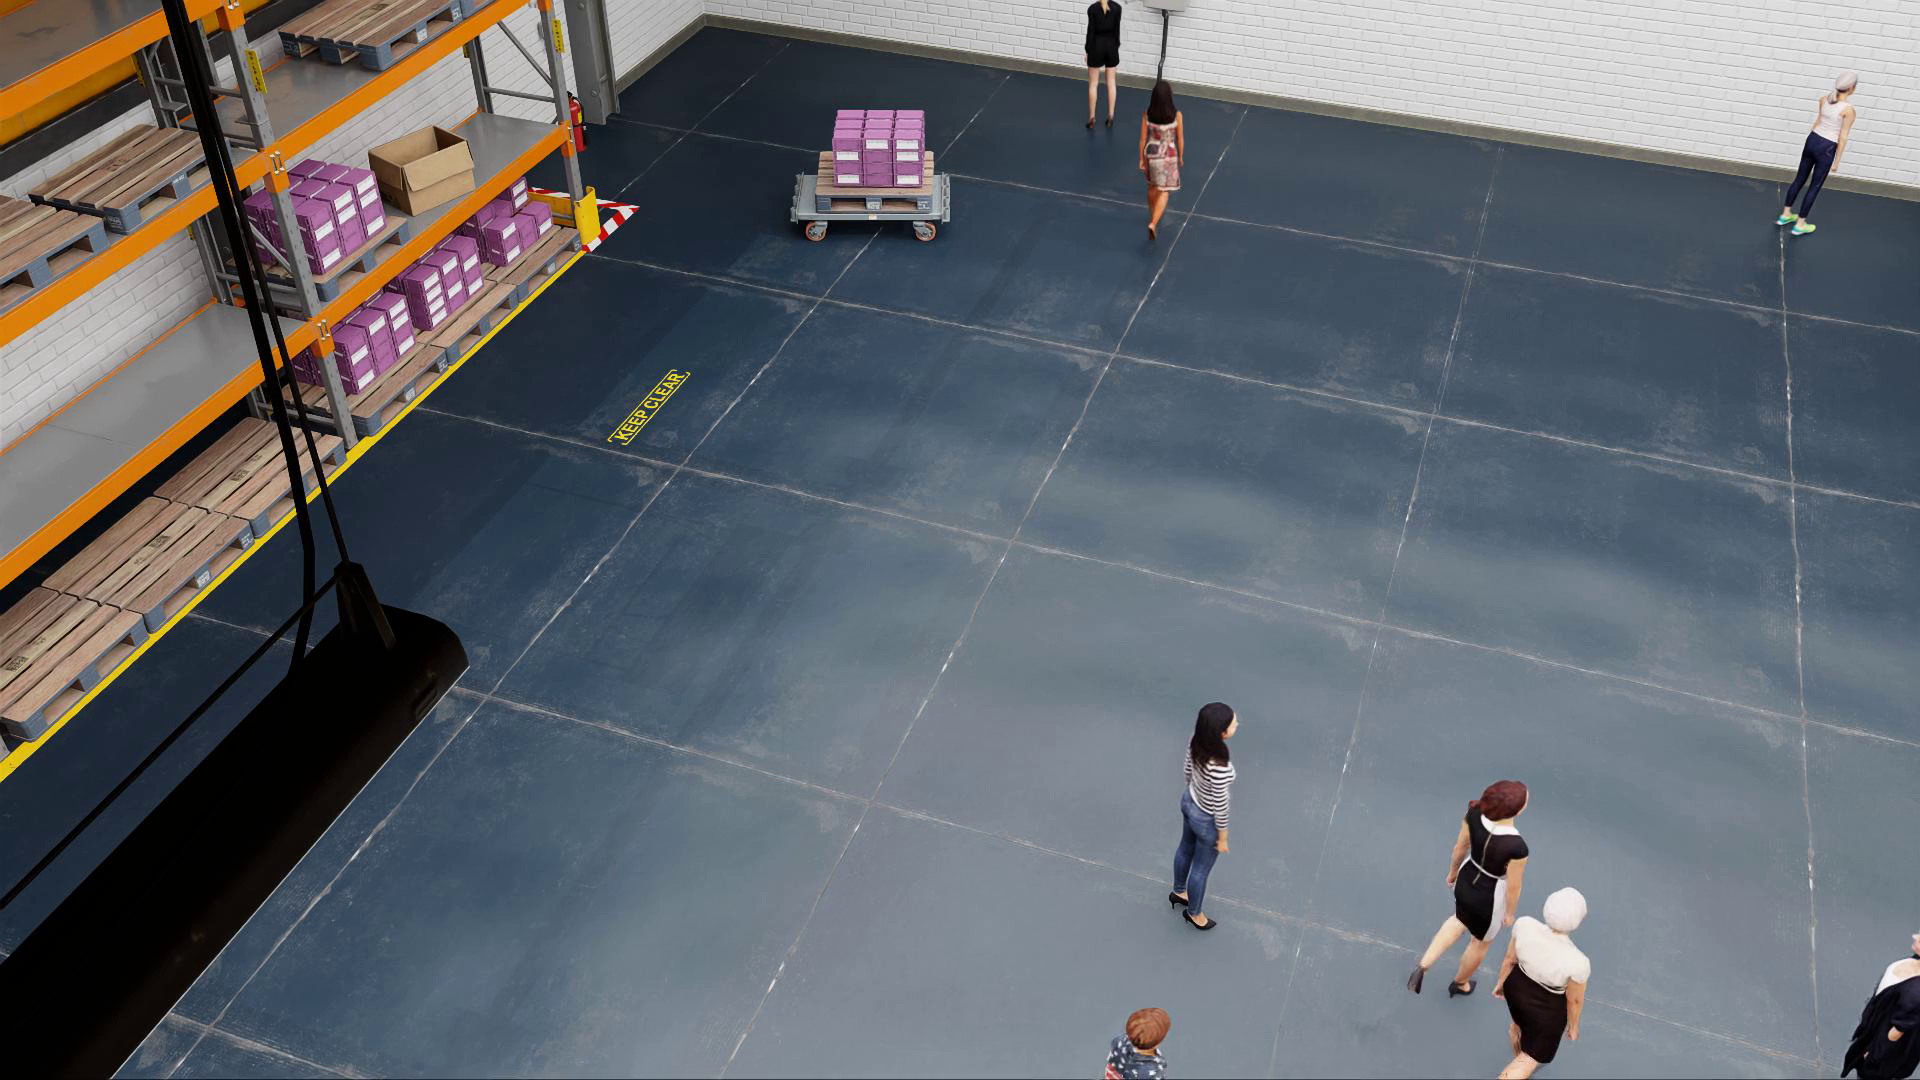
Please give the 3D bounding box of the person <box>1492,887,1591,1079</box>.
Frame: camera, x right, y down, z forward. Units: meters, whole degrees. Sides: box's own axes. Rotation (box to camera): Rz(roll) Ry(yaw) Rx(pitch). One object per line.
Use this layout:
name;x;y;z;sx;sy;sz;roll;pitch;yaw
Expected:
person;3.034;2.541;8.900;1.130;1.727;0.984;-24;45;-27

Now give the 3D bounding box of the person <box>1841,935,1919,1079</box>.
person;4.965;2.621;8.836;0.757;1.683;0.612;26;46;29

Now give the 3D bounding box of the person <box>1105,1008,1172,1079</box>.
person;0.855;2.959;8.638;0.992;1.401;0.835;-26;45;-29

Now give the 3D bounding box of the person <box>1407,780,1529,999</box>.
person;2.895;2.066;9.449;0.907;1.784;0.828;-20;43;-24

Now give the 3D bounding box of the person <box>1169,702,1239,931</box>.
person;1.457;1.654;9.956;0.713;1.796;0.620;-11;40;-13

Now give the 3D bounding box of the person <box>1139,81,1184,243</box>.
person;2.035;-3.848;16.988;0.628;1.618;1.027;11;40;14

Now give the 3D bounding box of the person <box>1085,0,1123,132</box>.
person;1.619;-5.562;19.014;0.665;1.767;0.691;-9;39;-11

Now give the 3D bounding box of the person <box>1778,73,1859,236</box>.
person;8.837;-3.988;17.097;0.730;1.700;0.667;-15;41;-18
